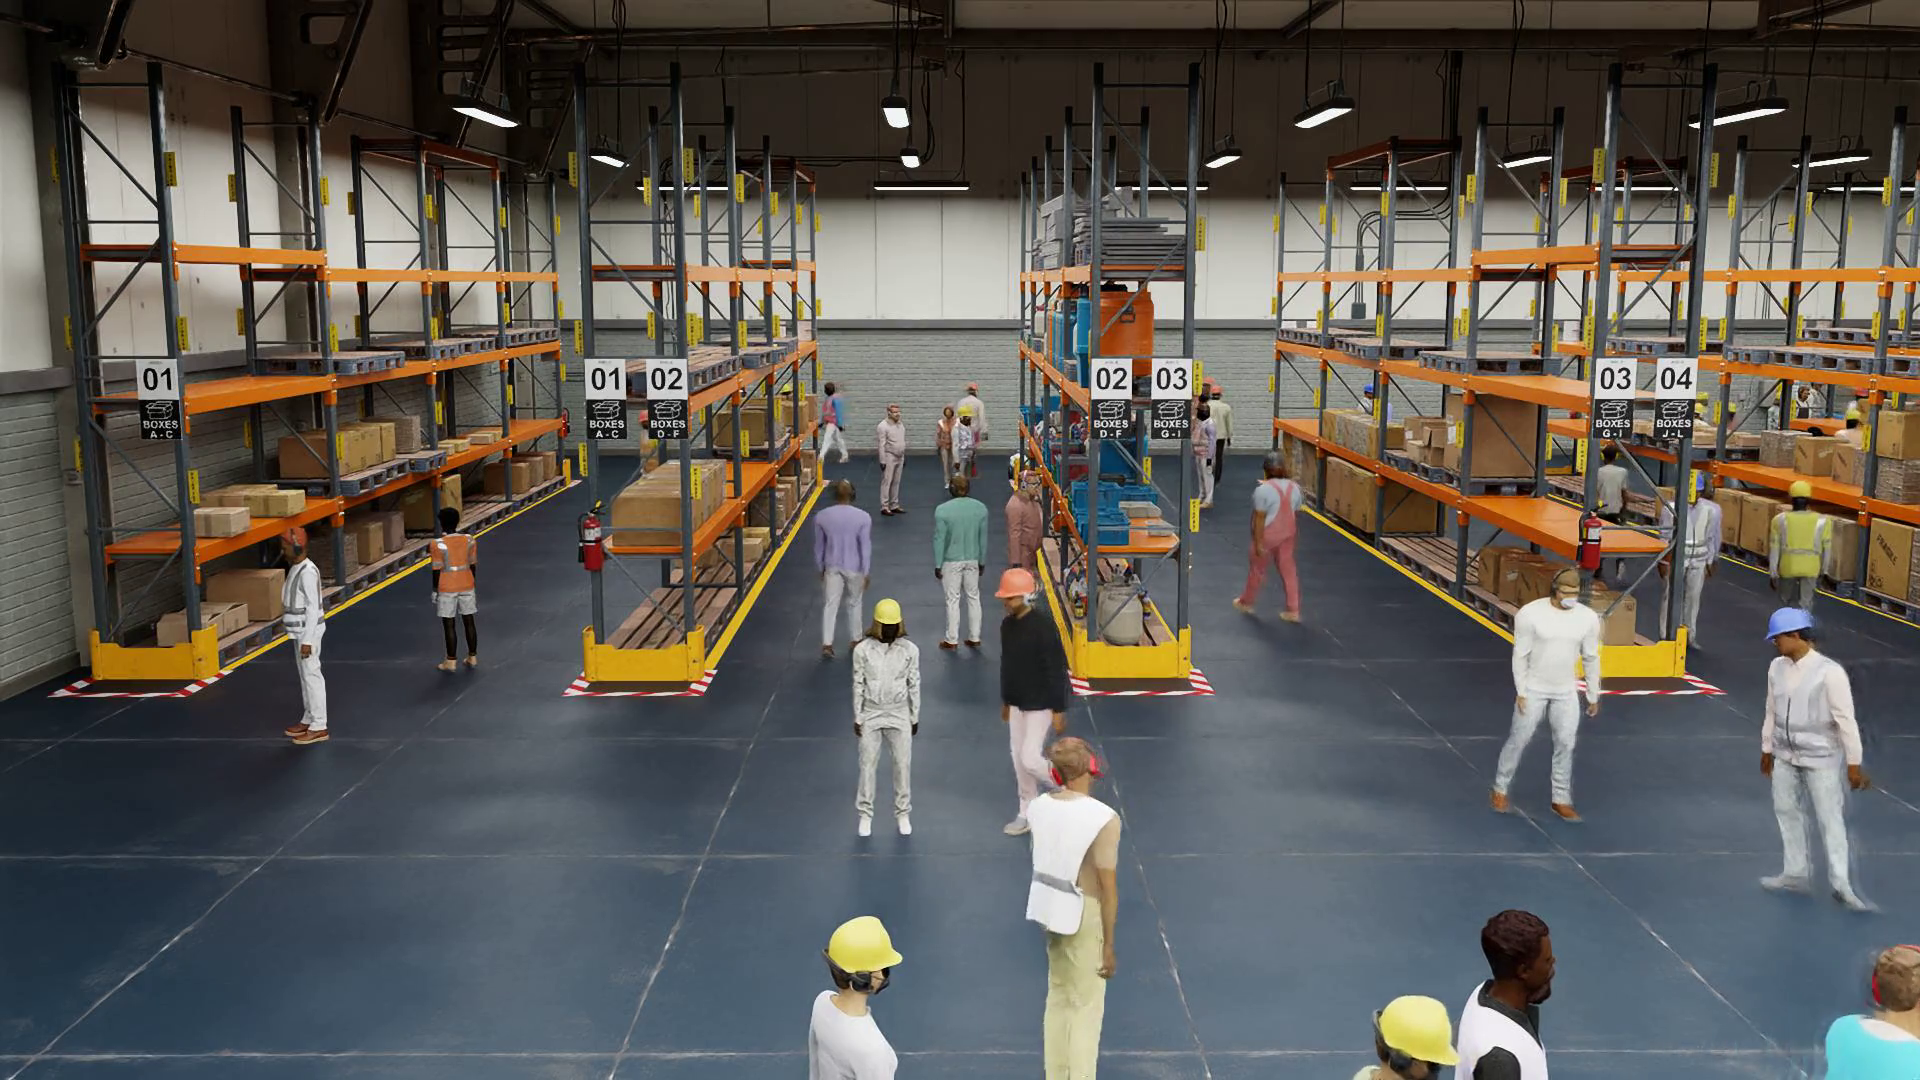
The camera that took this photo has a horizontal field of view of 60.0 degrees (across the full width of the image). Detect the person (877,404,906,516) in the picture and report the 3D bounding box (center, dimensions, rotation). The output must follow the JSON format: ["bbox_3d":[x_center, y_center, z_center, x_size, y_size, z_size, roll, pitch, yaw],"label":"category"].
[{"bbox_3d":[-1.134,-1.376,28.428,0.403,1.906,0.652,6,11,34],"label":"person"}]

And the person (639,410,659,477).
[{"bbox_3d":[-5.011,-1.157,26.923,0.551,1.933,0.377,8,12,41],"label":"person"}]

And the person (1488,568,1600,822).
[{"bbox_3d":[4.337,1.122,12.338,0.778,1.915,0.536,0,9,-2],"label":"person"}]

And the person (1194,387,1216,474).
[{"bbox_3d":[5.144,-2.282,34.544,0.626,1.817,0.665,-5,10,-32],"label":"person"}]

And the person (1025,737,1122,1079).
[{"bbox_3d":[0.577,1.867,7.901,0.407,1.802,0.747,-6,11,-36],"label":"person"}]

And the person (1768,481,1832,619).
[{"bbox_3d":[8.908,0.312,17.686,0.604,1.866,1.025,4,10,23],"label":"person"}]

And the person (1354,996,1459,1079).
[{"bbox_3d":[1.371,2.290,5.371,0.390,1.740,0.563,0,9,1],"label":"person"}]

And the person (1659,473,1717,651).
[{"bbox_3d":[7.834,0.234,17.931,0.605,1.949,0.402,0,9,2],"label":"person"}]

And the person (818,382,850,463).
[{"bbox_3d":[-2.822,-2.546,36.346,0.978,1.795,0.620,-3,9,-21],"label":"person"}]

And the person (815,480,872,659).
[{"bbox_3d":[-1.255,0.304,17.702,0.641,1.894,1.041,2,9,10],"label":"person"}]

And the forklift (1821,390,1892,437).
[{"bbox_3d":[20.072,-3.110,36.462,1.873,2.768,1.129,0,9,0],"label":"forklift"}]

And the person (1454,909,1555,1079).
[{"bbox_3d":[1.806,2.165,5.601,0.380,1.921,0.596,3,9,16],"label":"person"}]

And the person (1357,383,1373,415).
[{"bbox_3d":[8.200,-2.195,33.558,0.385,1.949,0.601,6,10,32],"label":"person"}]

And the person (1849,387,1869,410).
[{"bbox_3d":[18.323,-2.203,33.801,0.673,1.896,0.639,8,12,42],"label":"person"}]

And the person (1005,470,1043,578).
[{"bbox_3d":[0.730,0.167,18.523,0.399,1.902,0.643,3,9,19],"label":"person"}]

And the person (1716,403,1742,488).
[{"bbox_3d":[14.322,-1.683,30.967,0.546,1.726,0.849,0,9,-2],"label":"person"}]

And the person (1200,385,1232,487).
[{"bbox_3d":[4.958,-2.028,32.408,0.669,1.964,0.725,0,9,-2],"label":"person"}]

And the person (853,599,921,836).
[{"bbox_3d":[-0.524,1.273,11.949,0.488,1.737,0.318,-1,9,-4],"label":"person"}]

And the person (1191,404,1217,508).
[{"bbox_3d":[4.296,-1.483,29.325,0.429,1.841,0.634,-2,9,-11],"label":"person"}]

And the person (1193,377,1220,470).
[{"bbox_3d":[5.219,-2.439,35.081,0.626,1.975,0.428,6,11,34],"label":"person"}]

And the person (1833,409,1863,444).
[{"bbox_3d":[14.575,-1.187,27.204,0.587,1.907,0.758,0,9,-3],"label":"person"}]

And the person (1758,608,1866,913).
[{"bbox_3d":[5.466,1.399,10.621,0.438,1.898,0.779,-4,10,-23],"label":"person"}]

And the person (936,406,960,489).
[{"bbox_3d":[-0.202,-1.743,31.742,0.528,1.603,0.739,1,9,4],"label":"person"}]

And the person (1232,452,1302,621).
[{"bbox_3d":[3.693,-0.081,19.668,0.700,2.000,1.037,-5,10,-28],"label":"person"}]

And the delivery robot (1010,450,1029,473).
[{"bbox_3d":[1.210,-1.576,33.741,0.477,0.478,0.707,0,9,-3],"label":"delivery robot"}]

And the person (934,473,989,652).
[{"bbox_3d":[0.011,0.240,17.969,0.629,1.932,0.375,-4,10,-26],"label":"person"}]

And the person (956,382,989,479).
[{"bbox_3d":[0.235,-2.199,33.566,0.720,1.960,0.503,7,11,37],"label":"person"}]

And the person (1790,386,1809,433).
[{"bbox_3d":[17.282,-2.249,34.267,0.507,1.838,0.331,-4,10,-25],"label":"person"}]

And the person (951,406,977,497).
[{"bbox_3d":[0.084,-1.424,28.974,0.404,1.830,0.603,5,10,28],"label":"person"}]

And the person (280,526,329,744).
[{"bbox_3d":[-5.685,0.814,14.399,0.356,1.887,0.572,-5,10,-30],"label":"person"}]

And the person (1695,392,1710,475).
[{"bbox_3d":[15.186,-2.176,34.123,0.517,1.719,0.518,-4,10,-24],"label":"person"}]

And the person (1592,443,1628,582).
[{"bbox_3d":[8.611,-0.357,22.053,0.530,1.854,0.712,0,9,-1],"label":"person"}]

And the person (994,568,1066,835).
[{"bbox_3d":[0.507,1.162,11.888,0.569,1.966,0.670,-6,11,-34],"label":"person"}]

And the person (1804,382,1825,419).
[{"bbox_3d":[18.645,-2.626,36.390,0.430,1.939,0.600,6,11,35],"label":"person"}]

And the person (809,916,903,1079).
[{"bbox_3d":[-0.354,2.191,5.928,0.310,1.768,0.533,-5,10,-29],"label":"person"}]

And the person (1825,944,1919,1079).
[{"bbox_3d":[3.143,2.235,5.505,0.844,1.804,0.598,-1,9,-7],"label":"person"}]

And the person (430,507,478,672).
[{"bbox_3d":[-5.174,0.504,17.020,0.319,1.693,0.532,8,12,40],"label":"person"}]

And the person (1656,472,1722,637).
[{"bbox_3d":[8.026,0.189,18.338,0.661,1.912,0.506,5,10,31],"label":"person"}]
